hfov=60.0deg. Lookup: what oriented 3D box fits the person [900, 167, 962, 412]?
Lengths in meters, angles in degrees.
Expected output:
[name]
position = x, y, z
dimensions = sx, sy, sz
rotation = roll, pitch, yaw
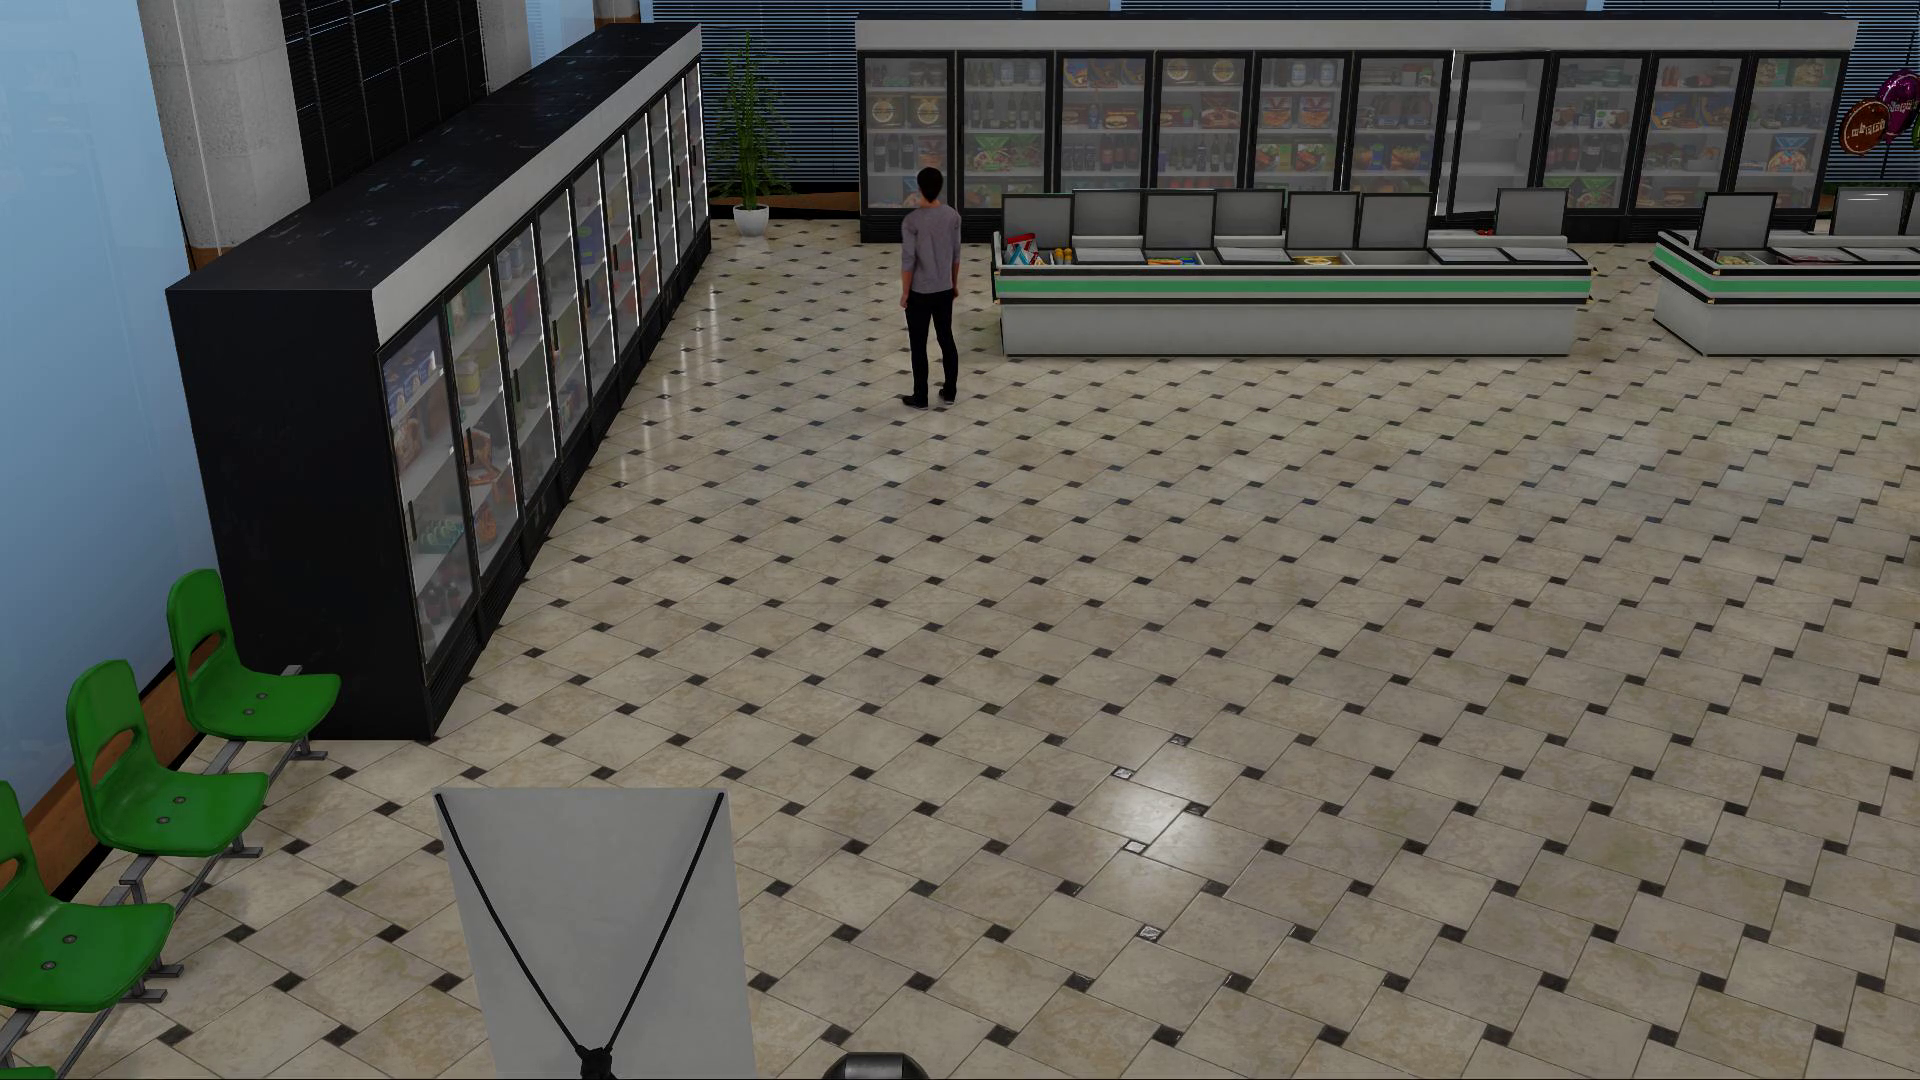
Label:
[person]
position = -0.220, -1.908, 12.626
dimensions = 0.674, 1.844, 0.799
rotation = -14, 27, -28
